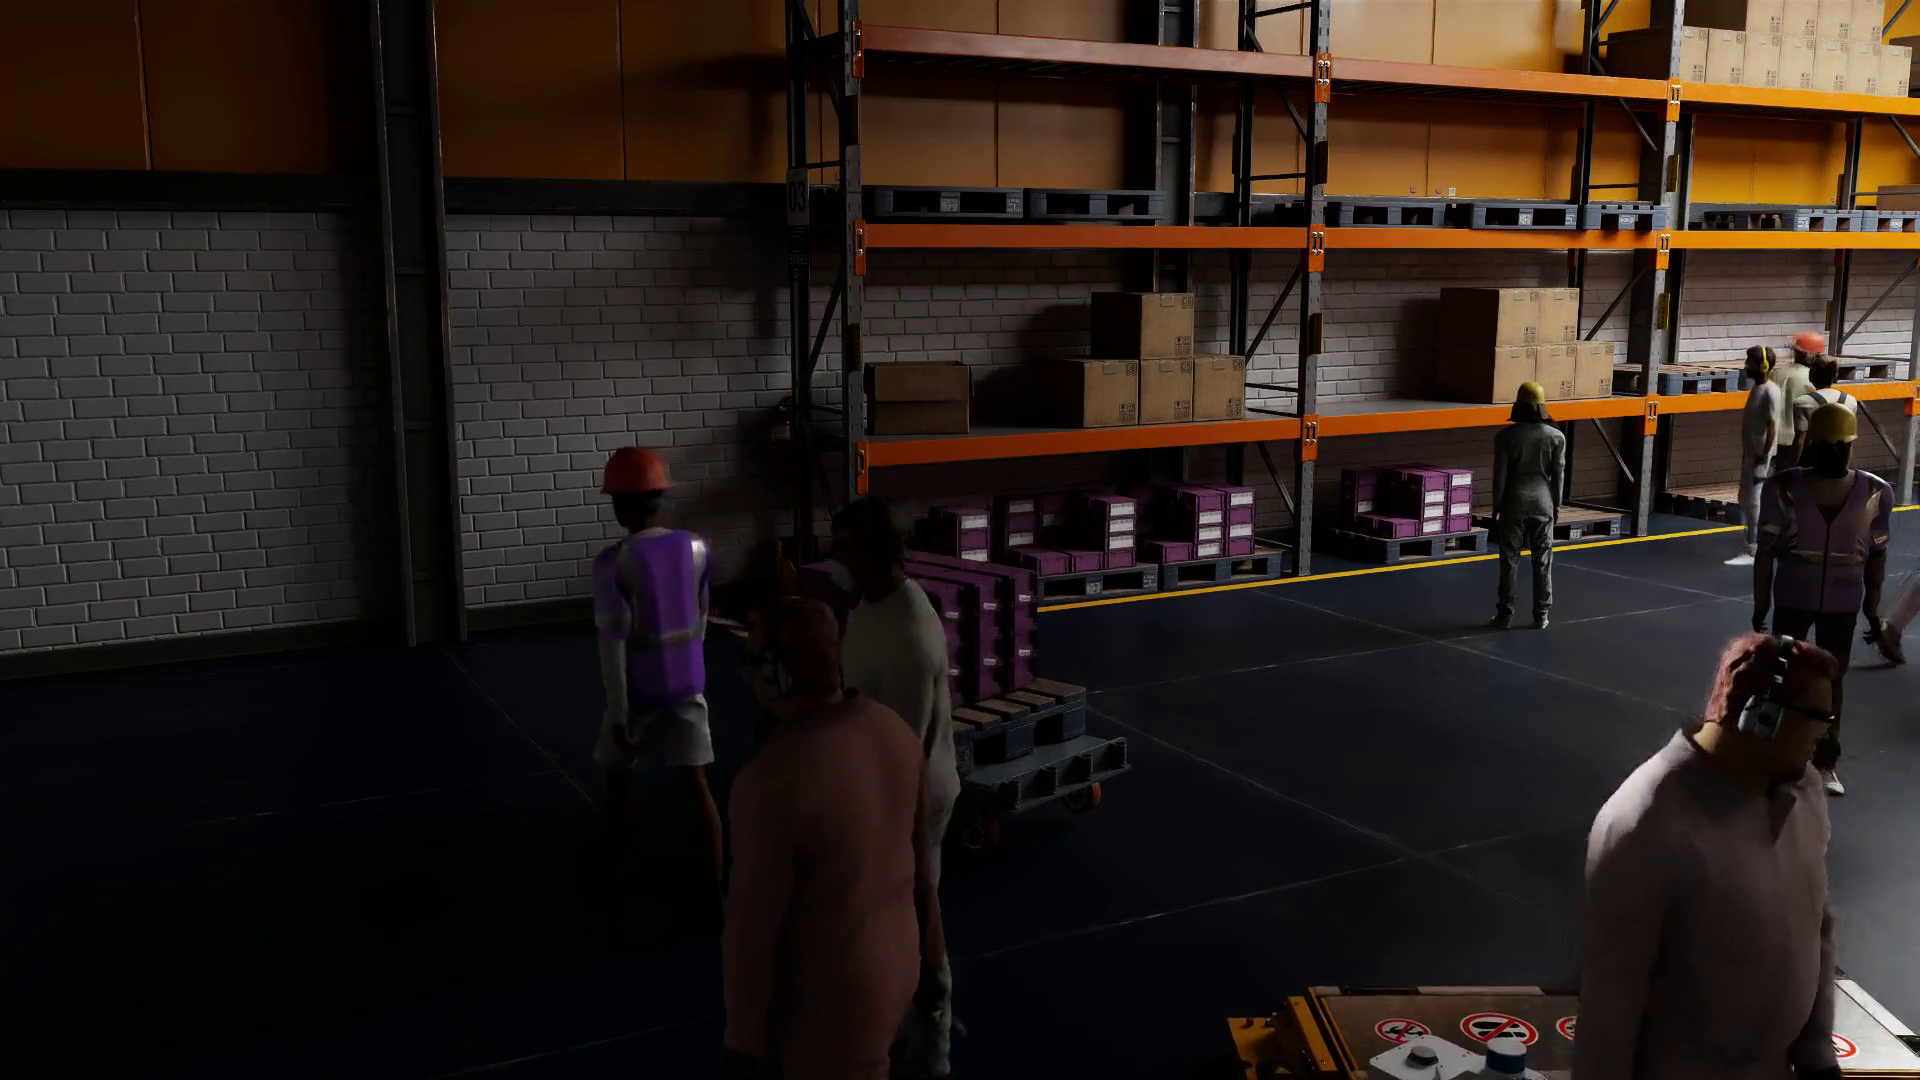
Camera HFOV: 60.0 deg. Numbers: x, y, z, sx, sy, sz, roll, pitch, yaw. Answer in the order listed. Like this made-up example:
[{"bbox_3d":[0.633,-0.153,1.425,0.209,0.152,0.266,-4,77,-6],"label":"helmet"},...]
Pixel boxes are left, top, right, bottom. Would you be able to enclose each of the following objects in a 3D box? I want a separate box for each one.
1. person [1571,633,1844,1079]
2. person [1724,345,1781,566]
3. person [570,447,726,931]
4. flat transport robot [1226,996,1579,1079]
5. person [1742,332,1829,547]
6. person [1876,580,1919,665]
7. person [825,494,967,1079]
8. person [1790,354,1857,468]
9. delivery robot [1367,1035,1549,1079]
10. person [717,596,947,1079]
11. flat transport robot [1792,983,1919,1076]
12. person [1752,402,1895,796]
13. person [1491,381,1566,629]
[{"bbox_3d":[1.583,1.105,3.564,0.659,1.872,0.402,-6,11,-29],"label":"person"},{"bbox_3d":[6.697,-0.703,14.006,0.352,1.874,0.554,1,10,8],"label":"person"},{"bbox_3d":[-1.241,0.571,6.622,0.553,1.890,0.960,-8,13,-38],"label":"person"},{"bbox_3d":[1.598,1.623,5.192,1.431,0.197,0.652,0,10,0],"label":"flat transport robot"},{"bbox_3d":[7.446,-0.881,14.826,1.062,1.924,0.640,-4,11,-21],"label":"person"},{"bbox_3d":[6.312,-0.141,10.510,0.907,1.967,0.628,-3,10,-15],"label":"person"},{"bbox_3d":[-0.199,0.814,5.085,0.427,1.926,0.668,-2,10,-10],"label":"person"},{"bbox_3d":[6.753,-0.538,13.101,0.507,1.847,0.351,-1,10,-4],"label":"person"},{"bbox_3d":[1.440,1.568,4.417,0.477,0.478,0.707,-8,12,-37],"label":"delivery robot"},{"bbox_3d":[-0.232,1.056,3.905,0.842,1.865,0.650,4,11,24],"label":"person"},{"bbox_3d":[2.647,1.574,5.474,0.652,0.197,1.431,0,10,1],"label":"flat transport robot"},{"bbox_3d":[4.182,0.290,8.101,0.590,1.926,0.388,3,10,19],"label":"person"},{"bbox_3d":[3.976,-0.241,11.682,0.487,1.745,0.292,1,10,8],"label":"person"}]
